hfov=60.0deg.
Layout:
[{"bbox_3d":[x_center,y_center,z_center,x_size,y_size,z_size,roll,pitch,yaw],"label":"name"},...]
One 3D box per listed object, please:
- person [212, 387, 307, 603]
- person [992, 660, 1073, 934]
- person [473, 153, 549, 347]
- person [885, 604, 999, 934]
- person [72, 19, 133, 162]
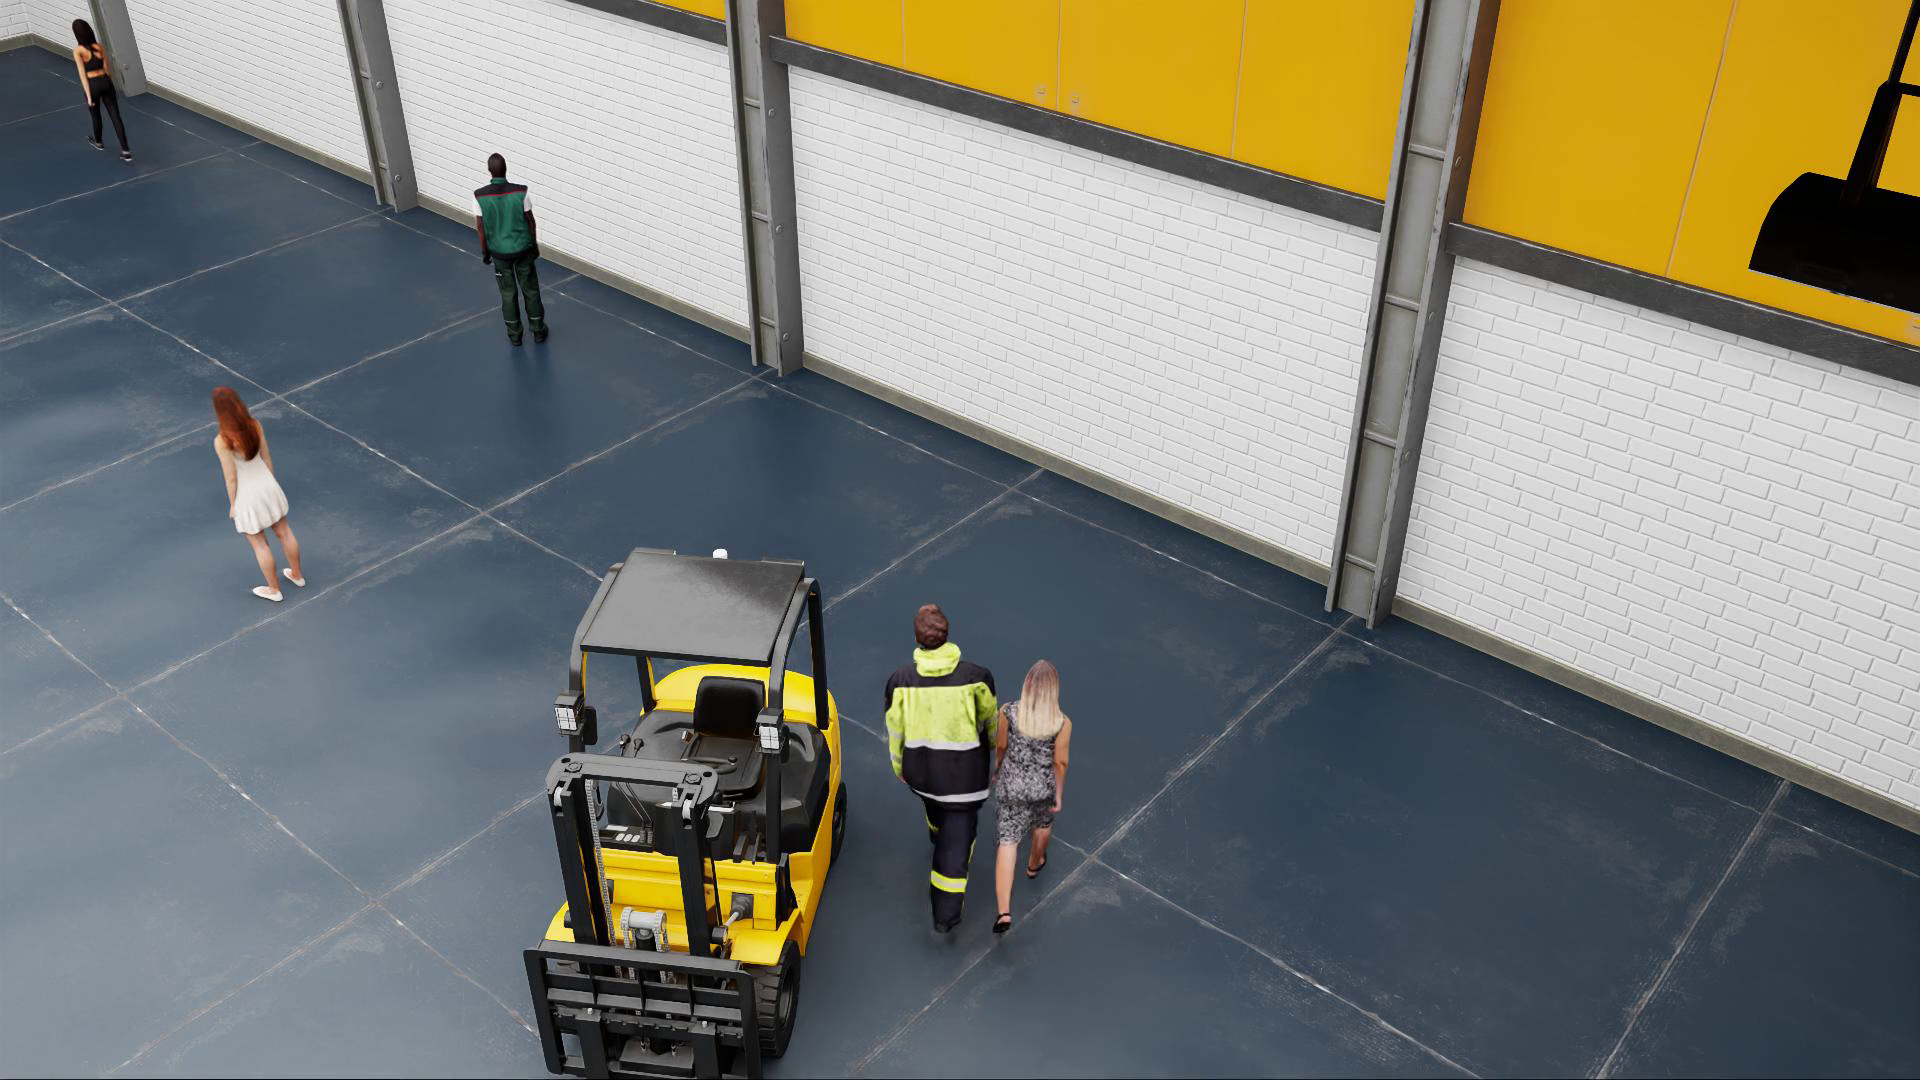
[{"bbox_3d":[-5.046,-0.336,11.912,0.564,1.706,0.582,19,38,27],"label":"person"},{"bbox_3d":[0.362,1.449,9.255,1.110,1.674,1.013,4,34,6],"label":"person"},{"bbox_3d":[-4.126,-2.666,15.297,0.789,1.839,0.825,-7,34,-10],"label":"person"},{"bbox_3d":[-0.085,1.299,9.255,1.346,1.924,1.269,5,34,7],"label":"person"},{"bbox_3d":[-9.924,-5.179,19.289,1.041,1.605,0.576,24,40,31],"label":"person"}]
